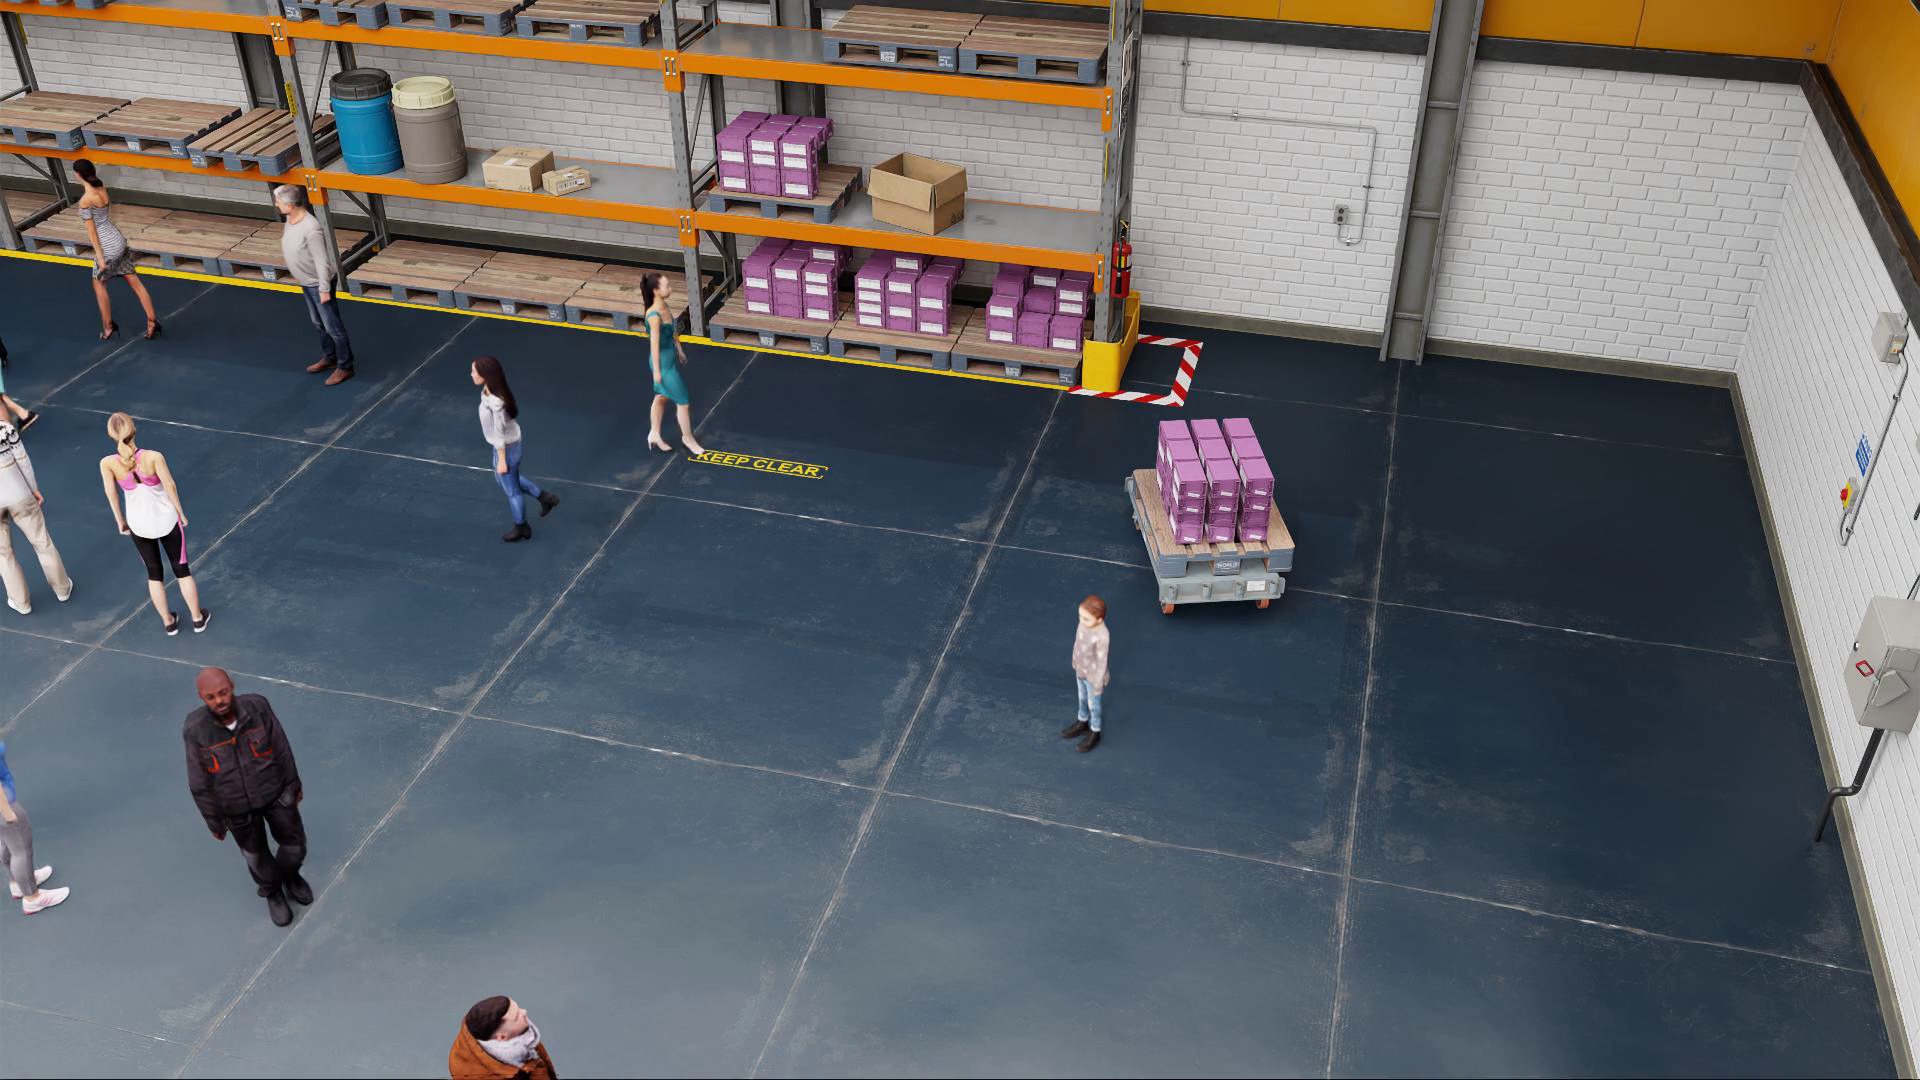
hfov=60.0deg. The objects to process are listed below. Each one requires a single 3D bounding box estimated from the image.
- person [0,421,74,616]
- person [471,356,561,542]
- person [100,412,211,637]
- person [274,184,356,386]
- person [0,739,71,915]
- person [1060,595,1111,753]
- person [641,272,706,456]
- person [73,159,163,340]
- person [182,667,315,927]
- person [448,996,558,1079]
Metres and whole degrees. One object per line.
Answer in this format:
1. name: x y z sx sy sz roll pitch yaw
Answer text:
1. person: -6.964 -0.299 12.088 0.767 1.859 0.802 -21 39 -28
2. person: -3.436 -0.715 12.929 0.870 1.622 0.797 -10 35 -15
3. person: -5.748 -0.101 11.858 0.615 1.786 0.738 -8 34 -12
4. person: -5.861 -2.355 15.145 0.896 1.901 0.786 -26 41 -33
5. person: -5.589 1.490 9.626 0.712 1.606 0.627 -26 41 -33
6. person: 0.868 0.848 10.966 0.628 1.193 0.572 -16 37 -23
7. person: -2.576 -1.465 14.018 0.795 1.666 0.670 1 34 2
8. person: -7.954 -2.729 15.804 0.887 1.793 0.698 3 34 4
9. person: -4.096 1.407 9.563 0.865 1.814 0.912 -21 39 -29
10. person: -2.061 2.781 7.505 1.229 1.805 1.136 -15 36 -21
